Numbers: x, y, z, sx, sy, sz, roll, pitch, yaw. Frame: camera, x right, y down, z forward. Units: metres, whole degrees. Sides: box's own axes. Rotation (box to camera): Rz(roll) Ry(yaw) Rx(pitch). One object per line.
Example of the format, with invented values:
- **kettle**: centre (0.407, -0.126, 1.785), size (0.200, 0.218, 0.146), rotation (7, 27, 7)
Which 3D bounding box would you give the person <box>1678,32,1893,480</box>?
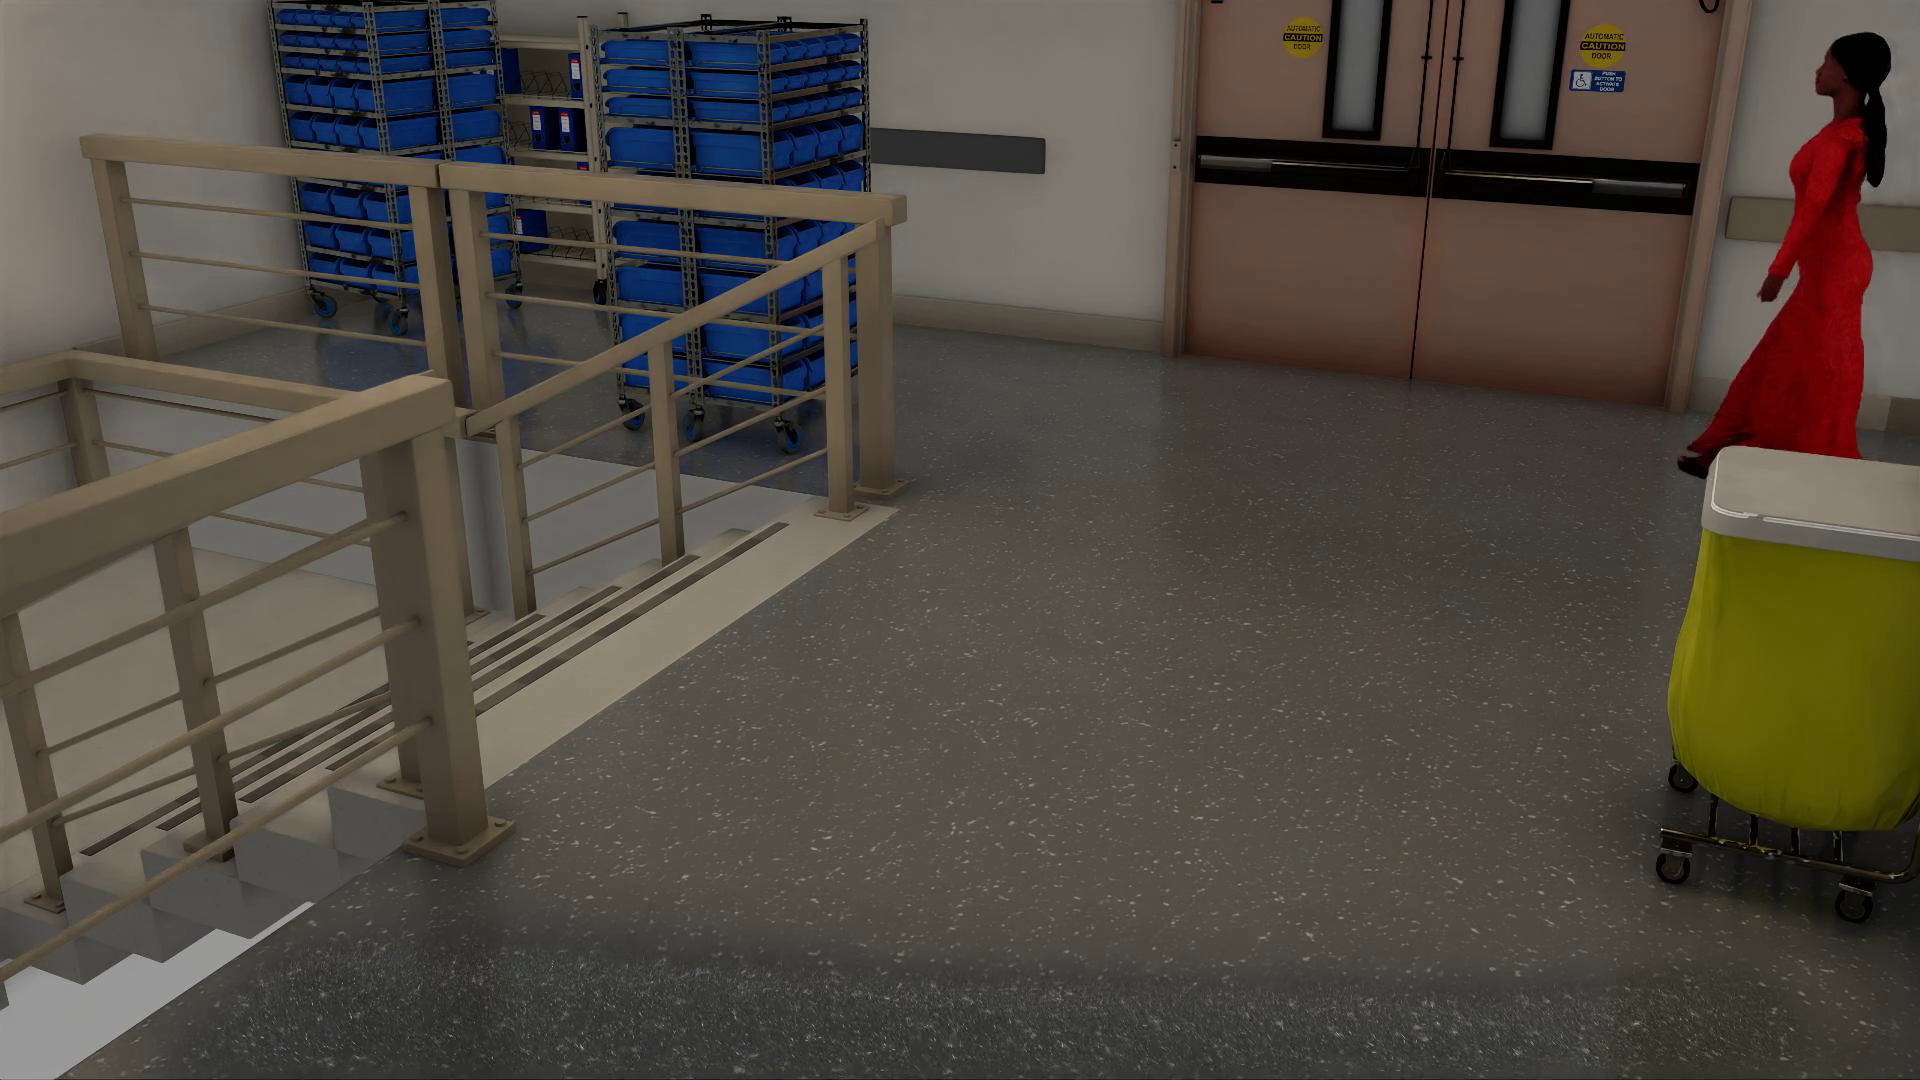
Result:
- **person**: centre (3.269, -0.920, 6.103), size (0.970, 1.758, 0.699), rotation (12, 24, 29)
